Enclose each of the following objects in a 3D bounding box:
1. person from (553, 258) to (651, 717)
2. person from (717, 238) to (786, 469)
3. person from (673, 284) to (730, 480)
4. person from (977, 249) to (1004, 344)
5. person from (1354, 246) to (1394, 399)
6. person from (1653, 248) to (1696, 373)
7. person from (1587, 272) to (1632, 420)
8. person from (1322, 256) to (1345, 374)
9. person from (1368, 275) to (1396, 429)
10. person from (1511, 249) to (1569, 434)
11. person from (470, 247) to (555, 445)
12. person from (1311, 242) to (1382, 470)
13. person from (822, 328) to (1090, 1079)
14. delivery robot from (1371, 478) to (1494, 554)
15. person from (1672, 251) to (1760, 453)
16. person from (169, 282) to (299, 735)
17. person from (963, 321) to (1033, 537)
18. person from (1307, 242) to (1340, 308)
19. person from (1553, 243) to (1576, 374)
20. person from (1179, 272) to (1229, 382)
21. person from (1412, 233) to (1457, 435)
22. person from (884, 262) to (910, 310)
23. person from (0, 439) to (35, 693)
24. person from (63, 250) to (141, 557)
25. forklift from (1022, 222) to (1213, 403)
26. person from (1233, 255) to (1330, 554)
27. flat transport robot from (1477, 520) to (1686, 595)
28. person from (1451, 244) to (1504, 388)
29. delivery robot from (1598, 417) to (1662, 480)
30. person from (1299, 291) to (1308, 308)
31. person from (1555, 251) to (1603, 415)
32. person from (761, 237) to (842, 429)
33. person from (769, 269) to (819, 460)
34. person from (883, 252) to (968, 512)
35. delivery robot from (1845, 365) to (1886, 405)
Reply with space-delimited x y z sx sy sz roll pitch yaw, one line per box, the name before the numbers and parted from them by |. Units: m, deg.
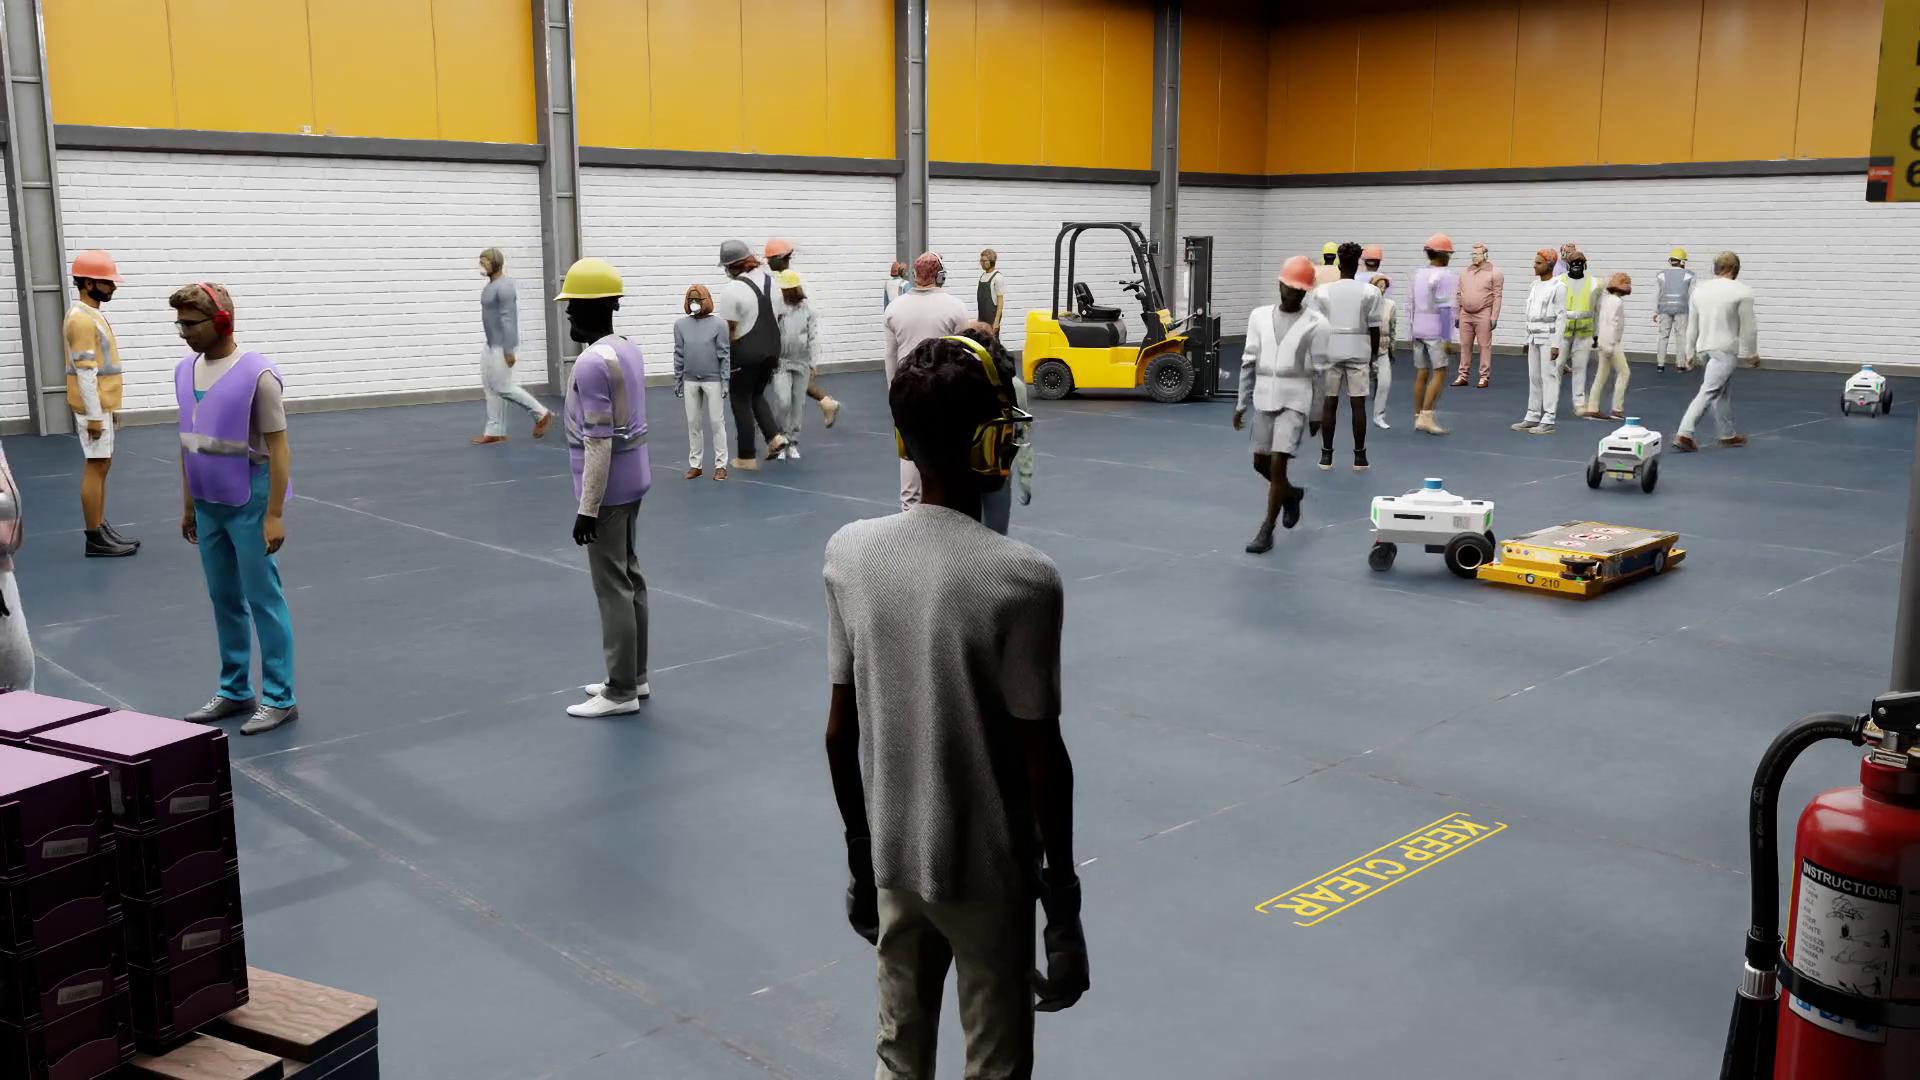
person | -1.502 -0.214 7.023 0.368 1.927 0.589 1 10 3
person | -1.845 -1.624 14.399 0.541 2.000 0.715 8 13 38
person | -2.135 -1.301 13.779 0.501 1.626 0.282 3 11 14
person | 0.379 -2.905 21.920 0.345 1.846 0.508 -7 12 -32
person | 5.012 -2.639 20.360 0.562 1.891 0.899 4 11 21
person | 10.552 -3.386 24.583 0.591 1.829 0.404 6 12 31
person | 7.189 -2.105 18.166 0.628 1.605 0.527 3 11 14
person | 5.362 -3.310 24.425 0.875 1.729 0.521 2 11 10
person | 4.302 -1.948 17.334 0.525 1.613 0.369 -4 11 -19
person | 5.963 -2.027 17.027 0.357 1.883 0.573 -2 11 -13
person | -4.382 -1.870 16.108 0.709 1.919 0.630 -6 12 -30
person | 3.321 -1.581 14.366 0.608 1.966 0.370 3 11 15
person | 0.004 0.581 2.841 0.510 1.872 0.328 8 13 36
delivery robot | 2.852 -0.131 10.059 0.707 0.478 0.477 3 11 18
person | 7.082 -1.762 15.605 1.047 1.887 0.620 -4 11 -22
person | -2.959 -0.128 6.795 0.567 1.835 0.399 6 12 29
person | 0.101 -0.315 8.466 0.509 1.610 0.752 -1 10 -7
person | 5.043 -3.114 22.834 0.596 1.924 0.372 0 10 0
person | 8.852 -3.377 24.327 0.651 1.907 0.409 -9 14 -41
person | 3.237 -3.047 22.764 1.018 1.830 0.579 -7 12 -32
person | 4.789 -2.105 17.023 0.534 2.043 0.775 -3 11 -16
person | -0.902 -3.237 24.295 0.512 1.638 0.312 9 14 40
person | -3.330 0.103 5.555 0.488 1.833 0.645 -2 11 -10
person | -5.419 -0.853 10.509 0.380 1.929 0.542 -4 11 -22
forklift | 1.935 -2.847 20.651 2.313 2.155 1.214 2 11 13
person | 2.120 -0.889 10.776 0.579 1.904 0.789 7 13 34
flat transport robot | 3.725 0.085 9.910 0.652 0.197 1.431 10 14 43
person | 6.883 -2.985 22.189 0.643 1.908 0.408 10 14 43
delivery robot | 5.395 -0.744 13.380 0.477 0.478 0.707 7 12 34
person | 5.196 -3.432 25.258 0.481 1.675 0.534 -3 11 -14
person | 6.895 -2.319 18.739 0.632 1.842 0.429 2 11 10
person | -1.615 -2.064 16.890 0.784 2.012 0.628 1 10 7
person | -1.515 -1.576 15.022 0.481 1.718 0.468 -3 11 -18
person | -0.197 -1.026 11.504 0.638 1.909 0.408 4 11 21
delivery robot | 10.216 -1.729 18.756 0.477 0.478 0.707 7 12 33
